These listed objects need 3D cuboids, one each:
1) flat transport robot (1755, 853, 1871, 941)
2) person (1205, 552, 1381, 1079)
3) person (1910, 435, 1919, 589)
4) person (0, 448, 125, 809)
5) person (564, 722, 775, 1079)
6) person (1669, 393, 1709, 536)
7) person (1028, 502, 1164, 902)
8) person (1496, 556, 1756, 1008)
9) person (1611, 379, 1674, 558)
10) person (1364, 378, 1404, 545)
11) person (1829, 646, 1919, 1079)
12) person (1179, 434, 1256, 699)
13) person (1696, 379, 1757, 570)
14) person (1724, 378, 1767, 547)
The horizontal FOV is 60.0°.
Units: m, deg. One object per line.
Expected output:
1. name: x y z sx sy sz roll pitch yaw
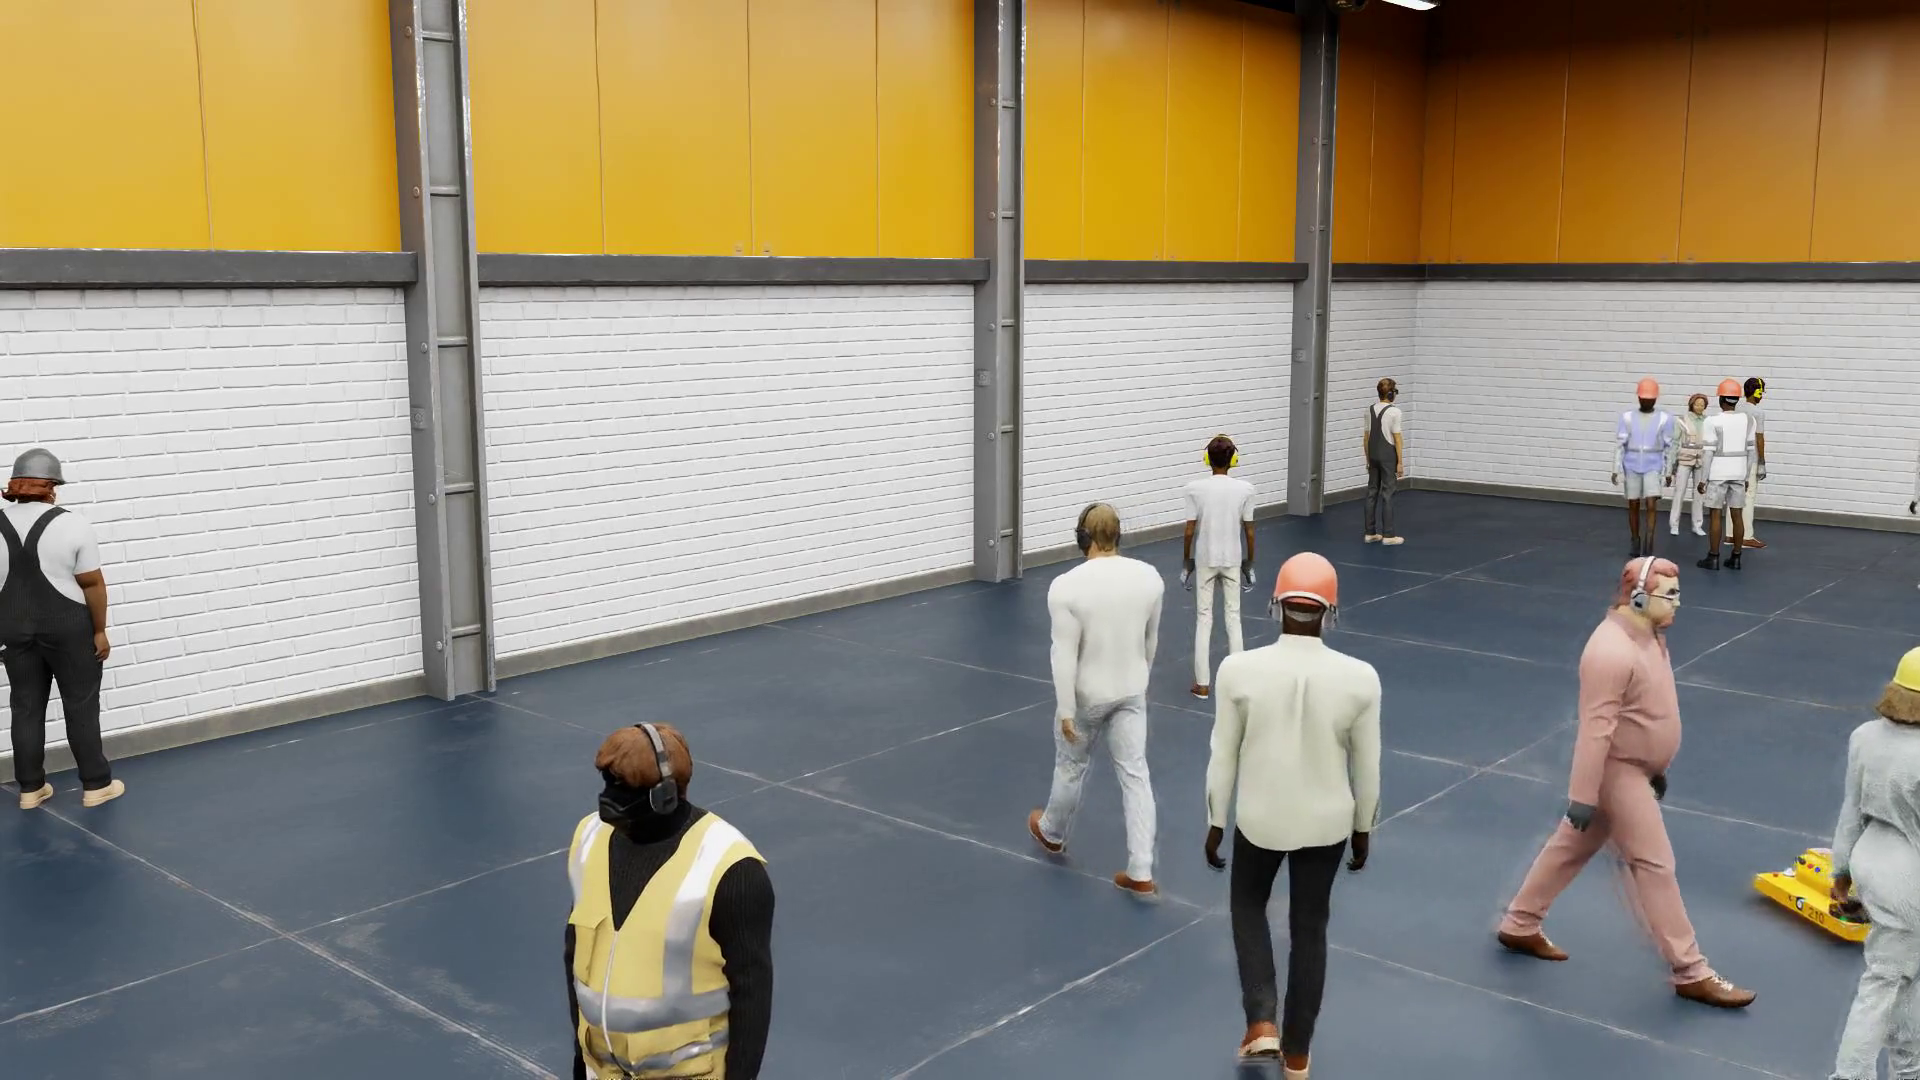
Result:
1. flat transport robot: 4.567 1.614 7.762 1.431 0.197 0.652 -1 9 -9
2. person: 1.228 1.021 6.154 0.642 1.969 0.449 1 9 6
3. person: 9.243 -0.448 15.537 0.587 1.929 0.371 4 10 24
4. person: -5.089 0.484 9.321 0.676 2.000 0.536 -1 9 -5
5. person: -0.791 1.371 4.384 0.625 1.840 0.430 5 10 29
6. person: 8.384 -0.860 19.024 0.523 1.636 0.310 1 9 5
7. person: 0.681 0.748 8.161 0.640 1.884 1.031 -3 10 -20
8. person: 2.776 0.964 6.942 1.056 1.841 0.665 5 10 30
9. person: 7.103 -0.721 17.339 0.569 1.892 0.925 5 10 28
10. person: 4.696 -0.868 18.421 0.346 1.846 0.506 -7 11 -37
11. person: 3.369 1.205 5.797 0.720 1.717 0.501 -1 9 -8
12. person: 1.815 0.189 11.709 0.535 1.868 0.309 1 9 4
13. person: 7.721 -0.657 16.802 0.545 1.939 0.373 -1 9 -4
14. person: 8.647 -0.851 18.256 0.328 1.865 0.519 -3 9 -17
